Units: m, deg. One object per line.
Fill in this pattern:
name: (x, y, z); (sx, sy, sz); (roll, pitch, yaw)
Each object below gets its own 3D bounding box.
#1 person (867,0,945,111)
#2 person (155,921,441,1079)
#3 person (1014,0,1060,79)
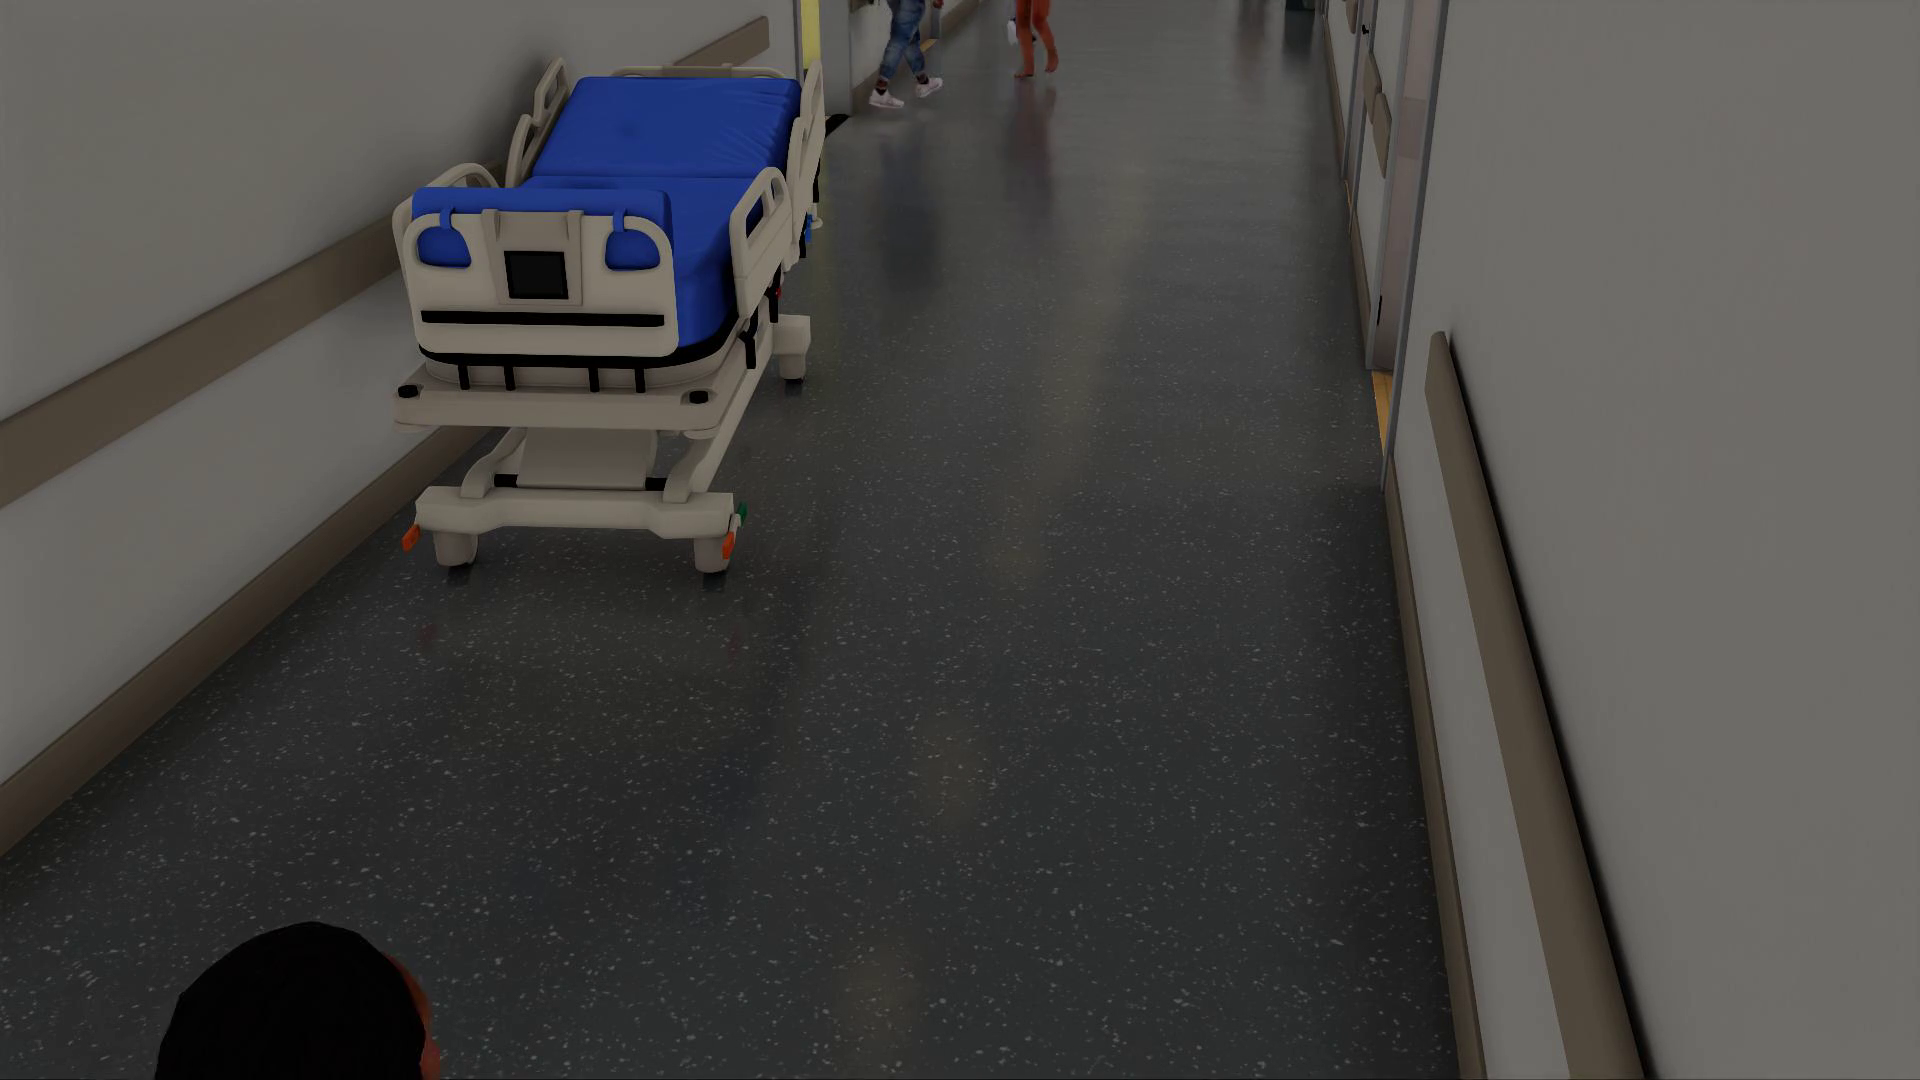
person: (-0.456, -3.967, 11.911); (1.210, 1.751, 1.100); (16, 30, 30)
person: (-0.547, 1.109, 1.524); (0.961, 1.631, 0.685); (3, 26, 6)
person: (0.629, -4.460, 13.098); (0.686, 1.608, 0.760); (17, 30, 31)
